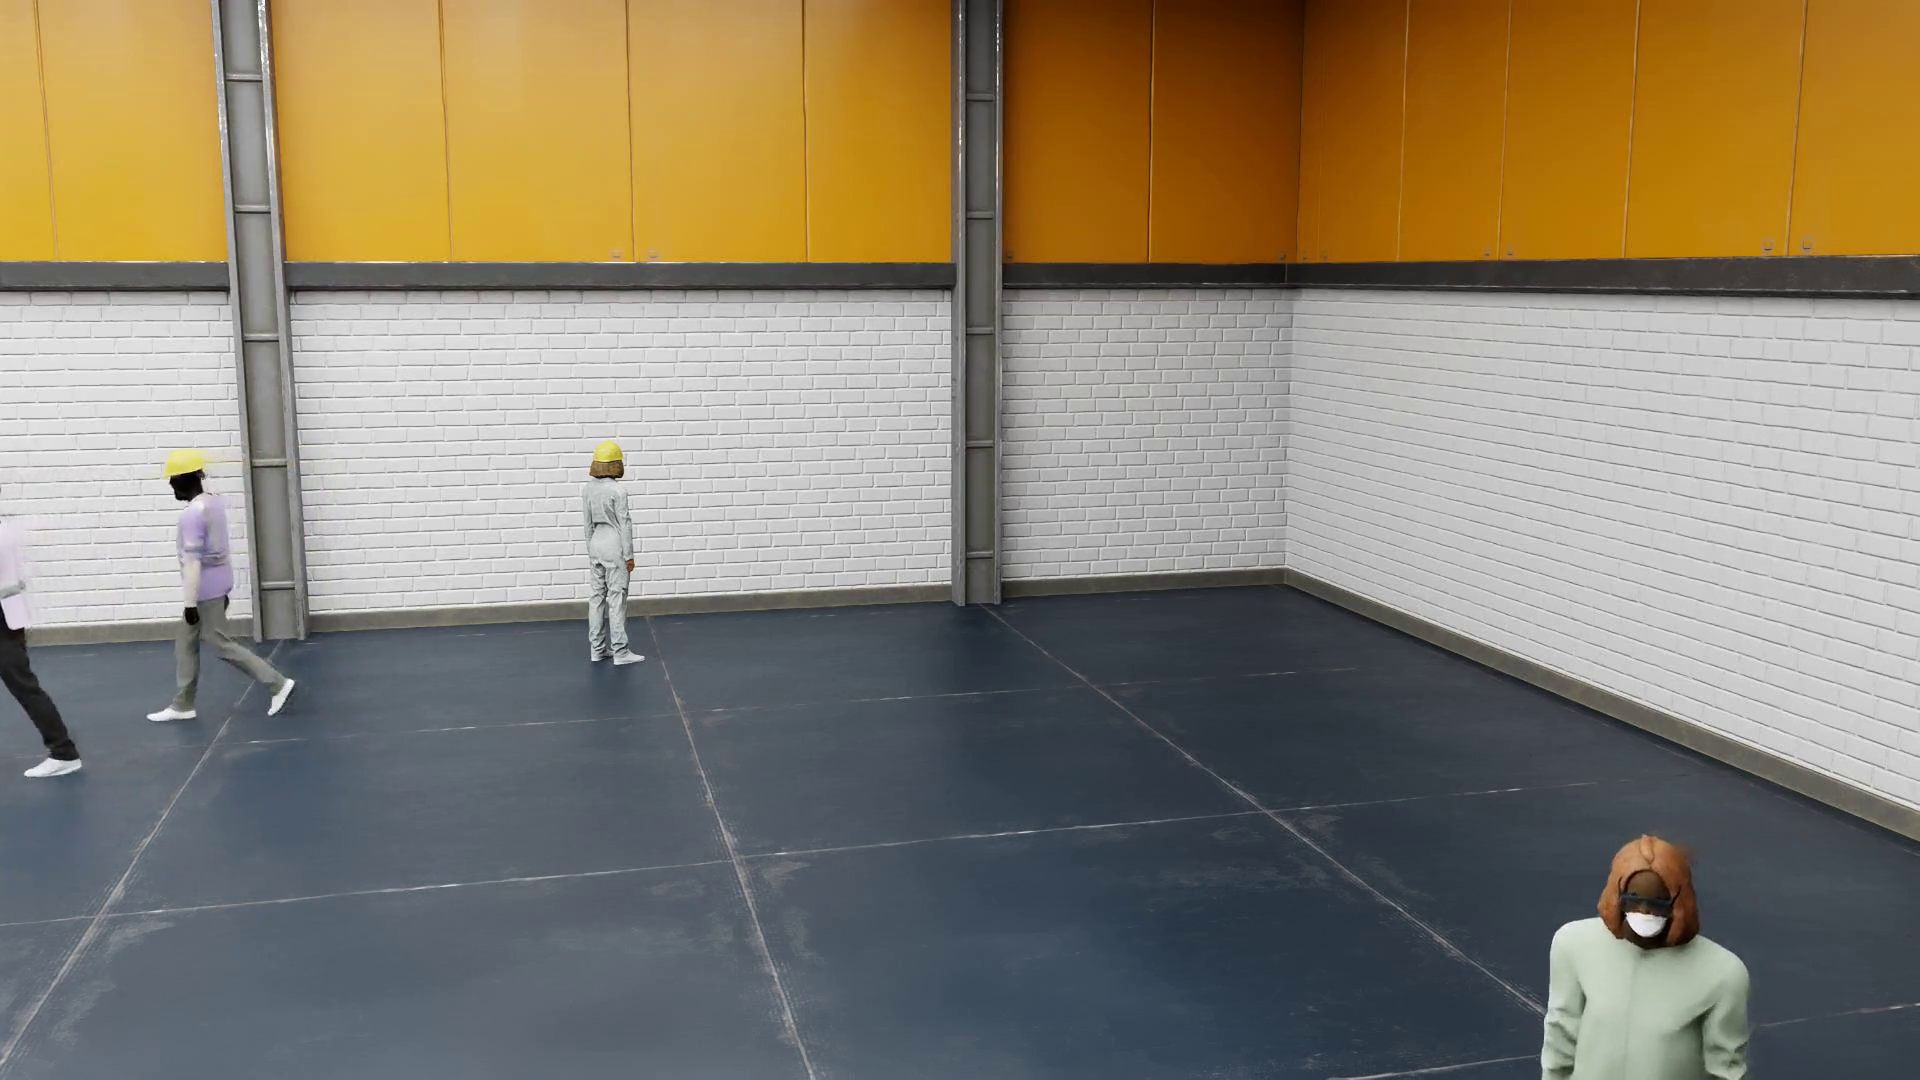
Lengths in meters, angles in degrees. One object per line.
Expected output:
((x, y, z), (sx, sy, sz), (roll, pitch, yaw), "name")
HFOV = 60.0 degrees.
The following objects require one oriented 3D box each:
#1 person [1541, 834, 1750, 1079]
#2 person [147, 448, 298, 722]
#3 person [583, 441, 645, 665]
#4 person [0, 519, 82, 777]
((1.811, 1.531, 4.419), (0.498, 1.613, 0.558), (6, 11, 33), "person")
((-5.024, 0.305, 11.229), (0.926, 1.884, 0.581), (-2, 9, -14), "person")
((-2.715, 0.098, 12.960), (0.487, 1.744, 0.297), (6, 11, 34), "person")
((-5.817, 0.525, 9.893), (1.005, 1.864, 0.608), (-3, 10, -20), "person")
